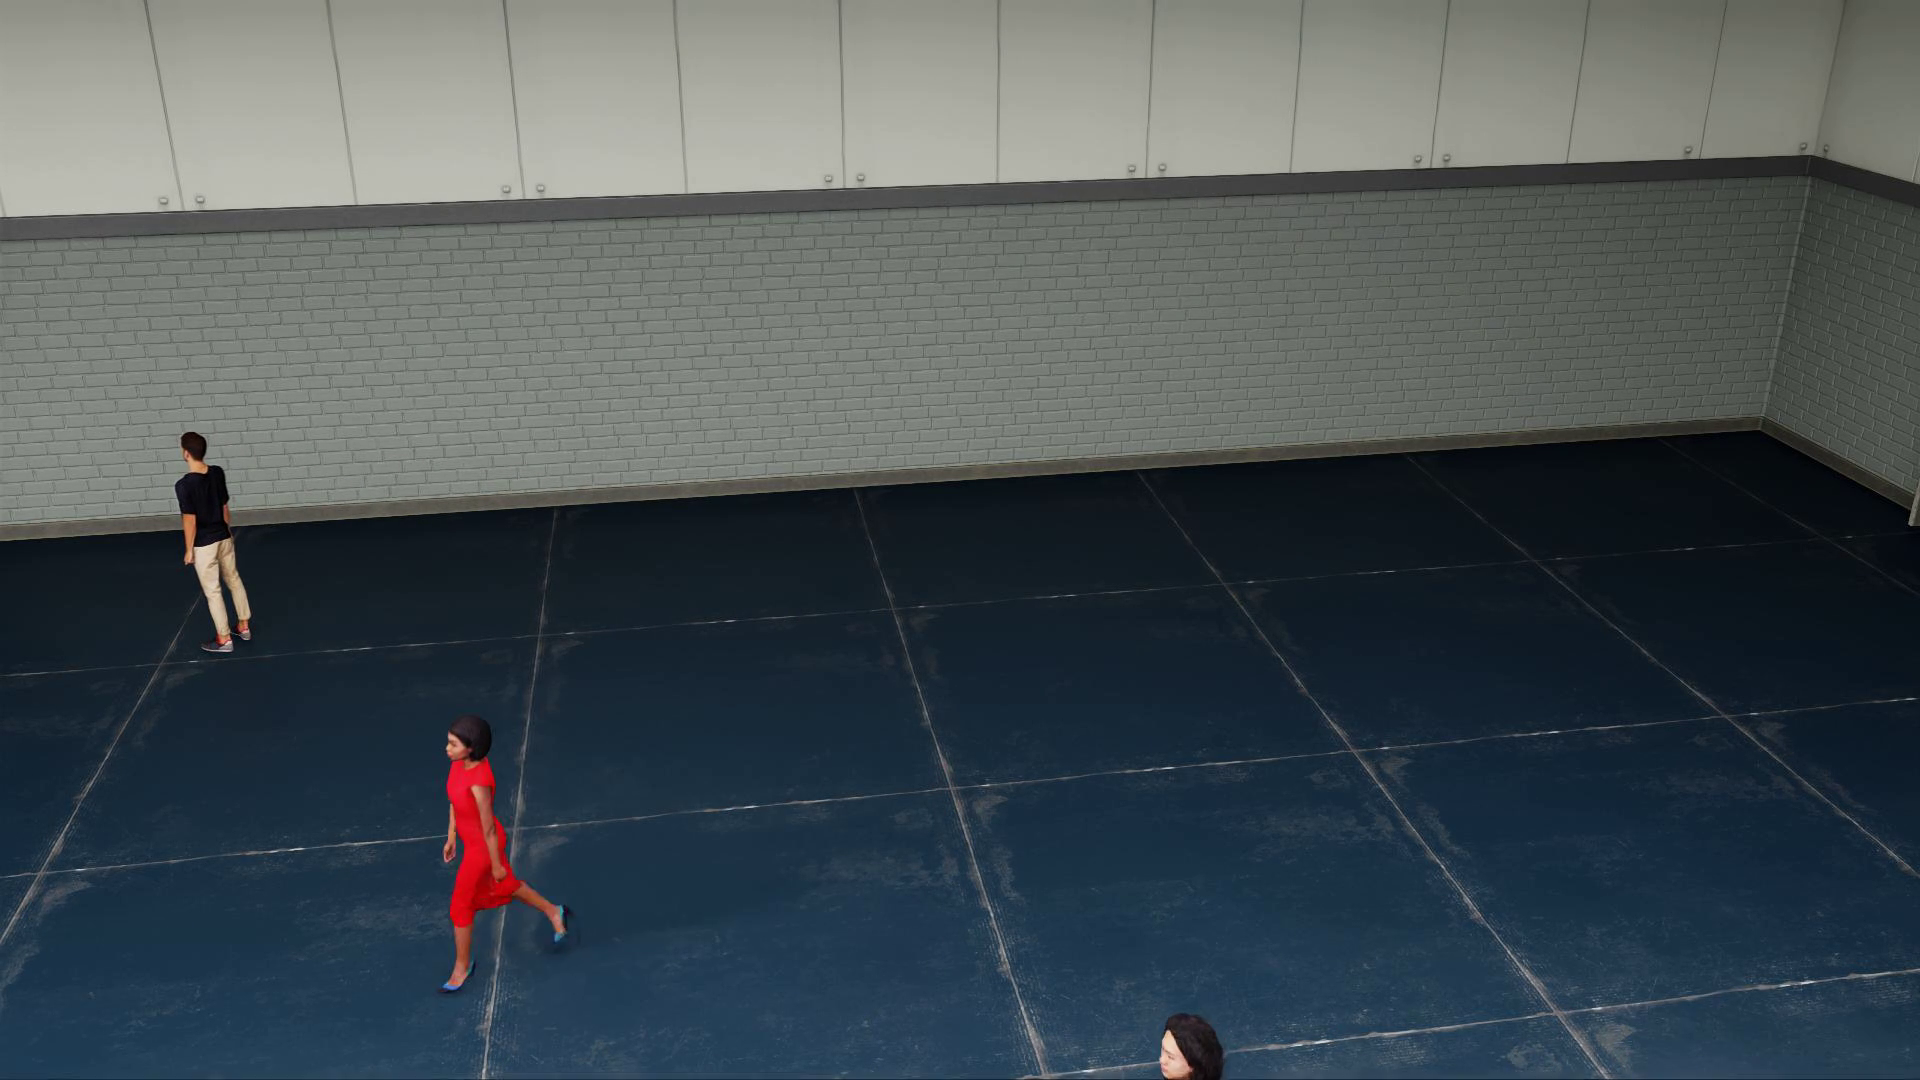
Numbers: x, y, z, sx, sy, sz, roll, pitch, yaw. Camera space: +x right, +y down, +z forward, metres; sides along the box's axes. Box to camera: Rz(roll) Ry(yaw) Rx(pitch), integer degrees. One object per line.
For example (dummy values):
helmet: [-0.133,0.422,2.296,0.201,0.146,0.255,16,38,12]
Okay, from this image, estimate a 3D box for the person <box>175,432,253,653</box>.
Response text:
person: [-6.063,0.007,13.472,0.766,1.859,0.642,8,24,19]

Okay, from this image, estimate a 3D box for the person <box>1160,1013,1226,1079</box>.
person: [0.952,2.755,7.041,0.708,1.835,0.460,-5,24,-13]

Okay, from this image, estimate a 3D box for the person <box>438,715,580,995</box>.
person: [-2.656,1.764,9.542,0.883,1.701,1.105,-12,26,-26]
